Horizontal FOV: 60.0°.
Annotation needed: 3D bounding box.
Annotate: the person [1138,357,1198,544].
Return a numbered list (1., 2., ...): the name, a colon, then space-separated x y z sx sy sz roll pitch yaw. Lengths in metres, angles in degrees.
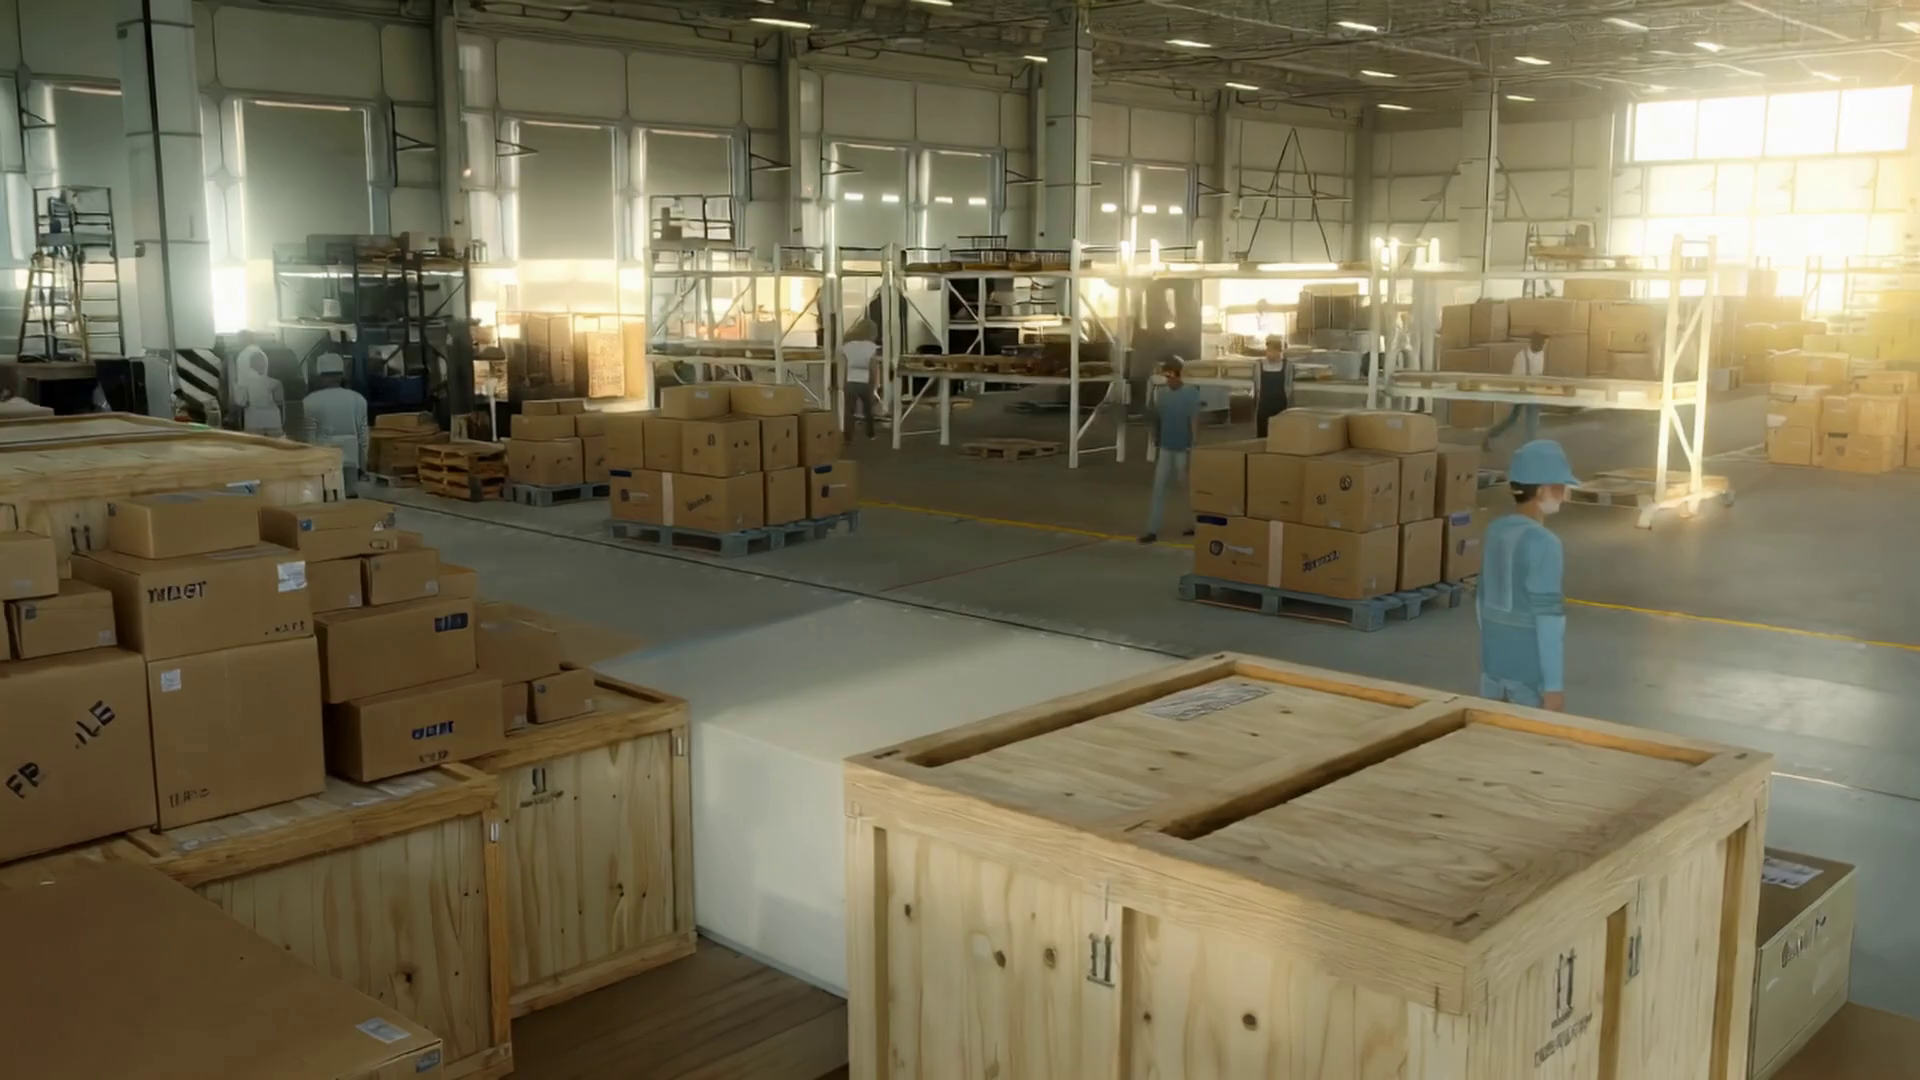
1. person: 2.114 -0.884 16.266 0.533 1.812 1.000 7 12 37

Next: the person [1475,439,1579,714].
1. person: 2.423 0.536 7.136 0.366 1.939 0.542 -2 9 -12

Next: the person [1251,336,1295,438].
1. person: 3.891 -1.617 20.696 0.515 1.833 0.355 3 10 15

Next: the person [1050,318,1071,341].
1. person: 1.945 -3.338 31.514 0.486 1.737 0.322 -2 9 -12

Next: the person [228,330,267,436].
1. person: -10.050 -2.040 23.341 0.938 1.793 0.639 -1 9 -8

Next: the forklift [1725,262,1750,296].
1. forklift: 20.714 -6.029 44.512 1.873 2.768 1.129 7 12 37

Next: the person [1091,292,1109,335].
1. person: 4.336 -6.695 51.508 0.544 1.930 0.389 1 9 5

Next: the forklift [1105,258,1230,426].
1. forklift: 3.542 -3.335 27.991 1.129 2.768 1.873 -9 13 -42

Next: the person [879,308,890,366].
1. person: -2.004 -5.349 44.171 0.313 1.634 0.515 1 9 5

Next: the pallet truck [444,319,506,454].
1. pallet truck: -6.981 -1.942 22.150 1.885 1.965 0.823 1 9 9

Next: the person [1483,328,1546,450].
1. person: 7.899 -2.088 23.556 0.598 1.844 0.865 -6 11 -34

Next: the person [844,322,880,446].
1. person: -1.505 -2.356 25.159 0.615 1.861 0.979 3 10 17

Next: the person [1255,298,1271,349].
1. person: 7.411 -4.967 40.891 0.376 1.934 0.547 -4 10 -24

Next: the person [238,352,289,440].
1. person: -8.153 -1.349 19.437 0.547 1.685 0.434 0 9 -1

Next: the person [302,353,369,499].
1. person: -5.522 -0.690 14.717 0.400 1.922 0.593 8 12 41

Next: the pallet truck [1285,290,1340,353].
1. pallet truck: 11.297 -6.951 52.861 1.885 1.965 0.823 -5 11 -29

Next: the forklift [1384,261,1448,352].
1. forklift: 11.151 -5.207 39.473 1.873 2.768 1.129 8 12 42

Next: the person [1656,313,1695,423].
1. person: 12.192 -2.928 28.461 0.765 1.916 0.636 -7 12 -37

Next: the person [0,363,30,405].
1. person: -7.469 -0.453 13.271 0.690 1.921 0.633 -2 9 -13
